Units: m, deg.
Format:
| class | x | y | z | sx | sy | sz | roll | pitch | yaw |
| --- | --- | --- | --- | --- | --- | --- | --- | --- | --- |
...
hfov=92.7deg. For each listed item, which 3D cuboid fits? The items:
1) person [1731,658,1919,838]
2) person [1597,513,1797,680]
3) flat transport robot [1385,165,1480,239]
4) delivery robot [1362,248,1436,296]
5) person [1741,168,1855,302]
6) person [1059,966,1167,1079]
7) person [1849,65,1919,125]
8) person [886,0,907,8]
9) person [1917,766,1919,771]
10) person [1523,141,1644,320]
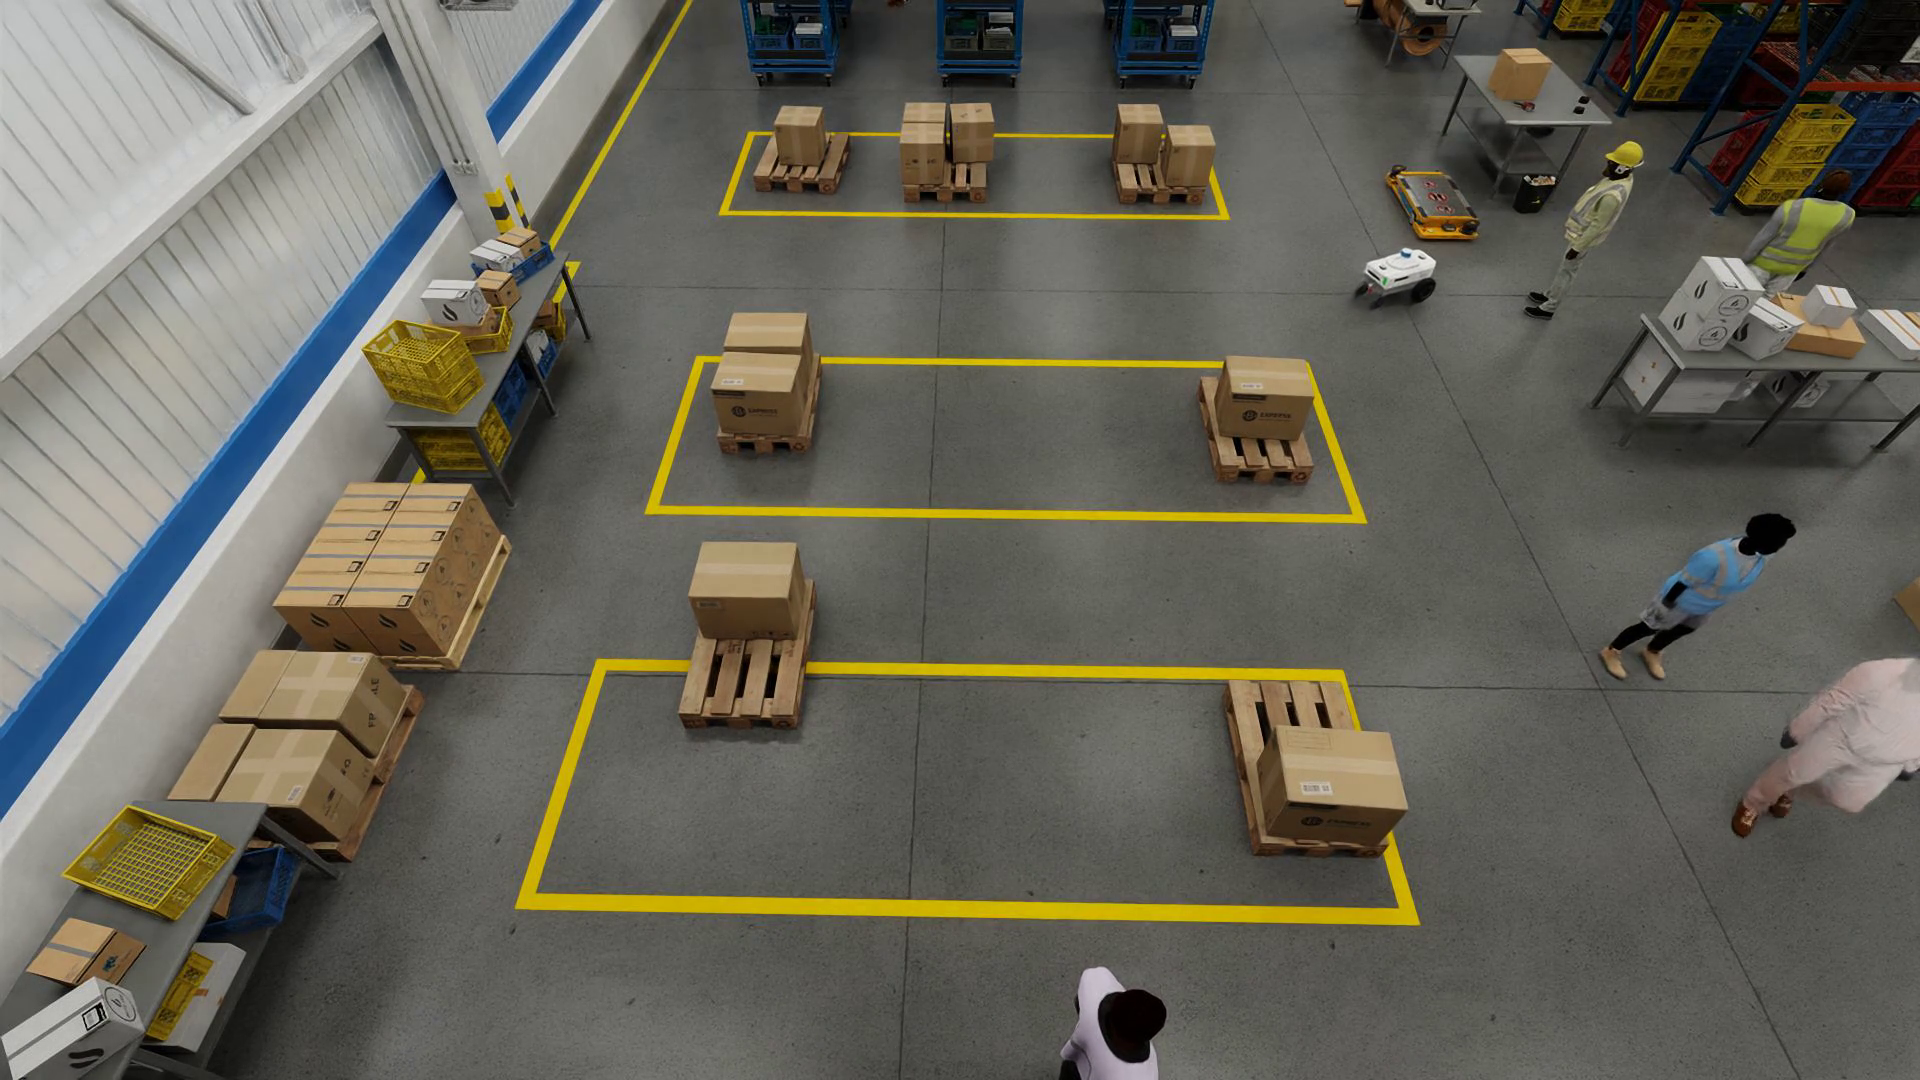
| class | x | y | z | sx | sy | sz | roll | pitch | yaw |
| --- | --- | --- | --- | --- | --- | --- | --- | --- | --- |
| person | 5.285 | 1.210 | 5.400 | 0.678 | 1.892 | 0.422 | 21 | 52 | 17 |
| person | 4.998 | 0.398 | 6.238 | 0.536 | 1.693 | 0.320 | -6 | 49 | -5 |
| flat transport robot | 5.692 | -4.094 | 11.059 | 0.652 | 0.197 | 1.431 | 1 | 49 | 1 |
| delivery robot | 4.668 | -2.864 | 9.745 | 0.707 | 0.478 | 0.477 | -18 | 51 | -14 |
| person | 7.812 | -2.655 | 8.782 | 0.619 | 1.845 | 0.430 | 14 | 51 | 12 |
| person | 0.686 | 2.465 | 4.300 | 0.391 | 1.920 | 0.593 | -15 | 51 | -12 |
| person | 11.692 | -5.837 | 11.473 | 0.372 | 1.940 | 0.630 | 0 | 49 | 0 |
| person | -1.097 | -9.646 | 14.746 | 0.632 | 1.970 | 0.443 | 34 | 57 | 26 |
| person | 6.609 | 0.821 | 5.754 | 0.335 | 1.873 | 0.521 | 5 | 49 | 4 |
| person | 6.218 | -3.059 | 9.137 | 0.404 | 1.833 | 0.587 | 26 | 54 | 21 |
